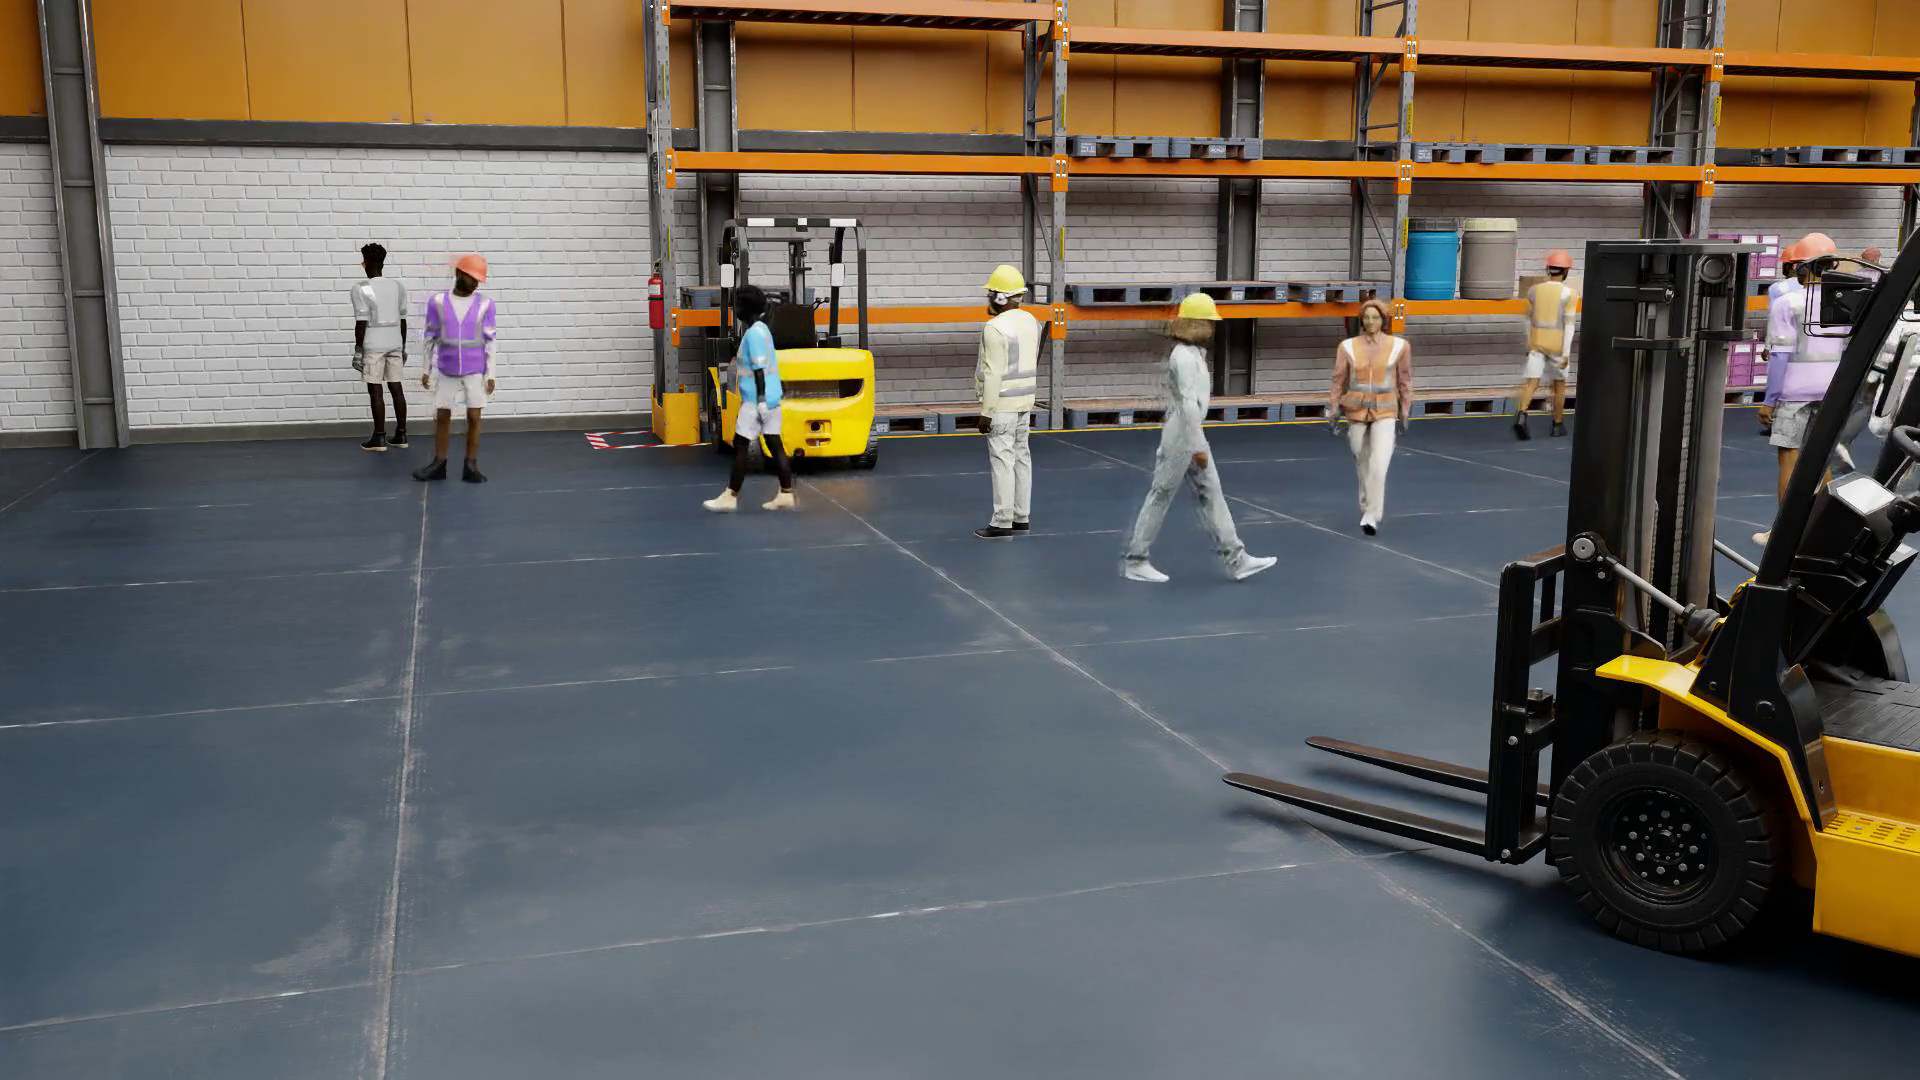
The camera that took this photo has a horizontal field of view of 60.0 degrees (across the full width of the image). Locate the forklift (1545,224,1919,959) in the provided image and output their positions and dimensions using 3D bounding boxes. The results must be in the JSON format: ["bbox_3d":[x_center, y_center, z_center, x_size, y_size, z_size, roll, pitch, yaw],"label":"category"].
[{"bbox_3d":[2.909,0.117,4.508,2.313,2.155,1.214,9,14,40],"label":"forklift"}]

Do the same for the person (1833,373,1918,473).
[{"bbox_3d":[7.888,-1.456,14.238,0.903,1.811,0.519,-4,11,-23],"label":"person"}]

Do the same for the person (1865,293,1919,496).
[{"bbox_3d":[7.365,-1.247,12.892,0.591,1.863,0.614,-5,12,-27],"label":"person"}]

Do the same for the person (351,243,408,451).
[{"bbox_3d":[-5.518,-1.833,15.825,0.361,1.965,0.613,6,12,31],"label":"person"}]

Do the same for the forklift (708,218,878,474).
[{"bbox_3d":[-1.522,-1.778,14.899,1.214,2.155,2.313,-3,11,-17],"label":"forklift"}]

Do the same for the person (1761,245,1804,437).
[{"bbox_3d":[8.389,-1.997,16.836,0.558,1.938,0.433,-2,11,-11],"label":"person"}]

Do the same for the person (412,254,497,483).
[{"bbox_3d":[-4.154,-1.391,13.631,0.724,1.885,0.481,-2,11,-12],"label":"person"}]

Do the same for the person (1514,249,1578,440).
[{"bbox_3d":[5.855,-1.941,16.604,0.549,1.910,0.921,9,14,41],"label":"person"}]

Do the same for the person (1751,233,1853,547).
[{"bbox_3d":[5.459,-0.949,10.772,0.608,2.044,0.370,-2,11,-13],"label":"person"}]

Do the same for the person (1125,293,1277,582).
[{"bbox_3d":[1.386,-0.574,9.649,0.905,1.689,0.510,3,11,17],"label":"person"}]

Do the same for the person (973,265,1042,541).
[{"bbox_3d":[0.301,-0.913,11.137,0.403,1.837,0.590,6,12,30],"label":"person"}]

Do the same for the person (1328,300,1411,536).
[{"bbox_3d":[2.783,-0.833,11.352,0.535,1.586,0.864,4,11,22],"label":"person"}]

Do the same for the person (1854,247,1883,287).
[{"bbox_3d":[10.355,-2.383,19.021,0.638,1.903,0.409,4,11,23],"label":"person"}]

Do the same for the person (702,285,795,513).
[{"bbox_3d":[-1.569,-1.022,12.176,0.766,1.662,0.550,0,10,2],"label":"person"}]
